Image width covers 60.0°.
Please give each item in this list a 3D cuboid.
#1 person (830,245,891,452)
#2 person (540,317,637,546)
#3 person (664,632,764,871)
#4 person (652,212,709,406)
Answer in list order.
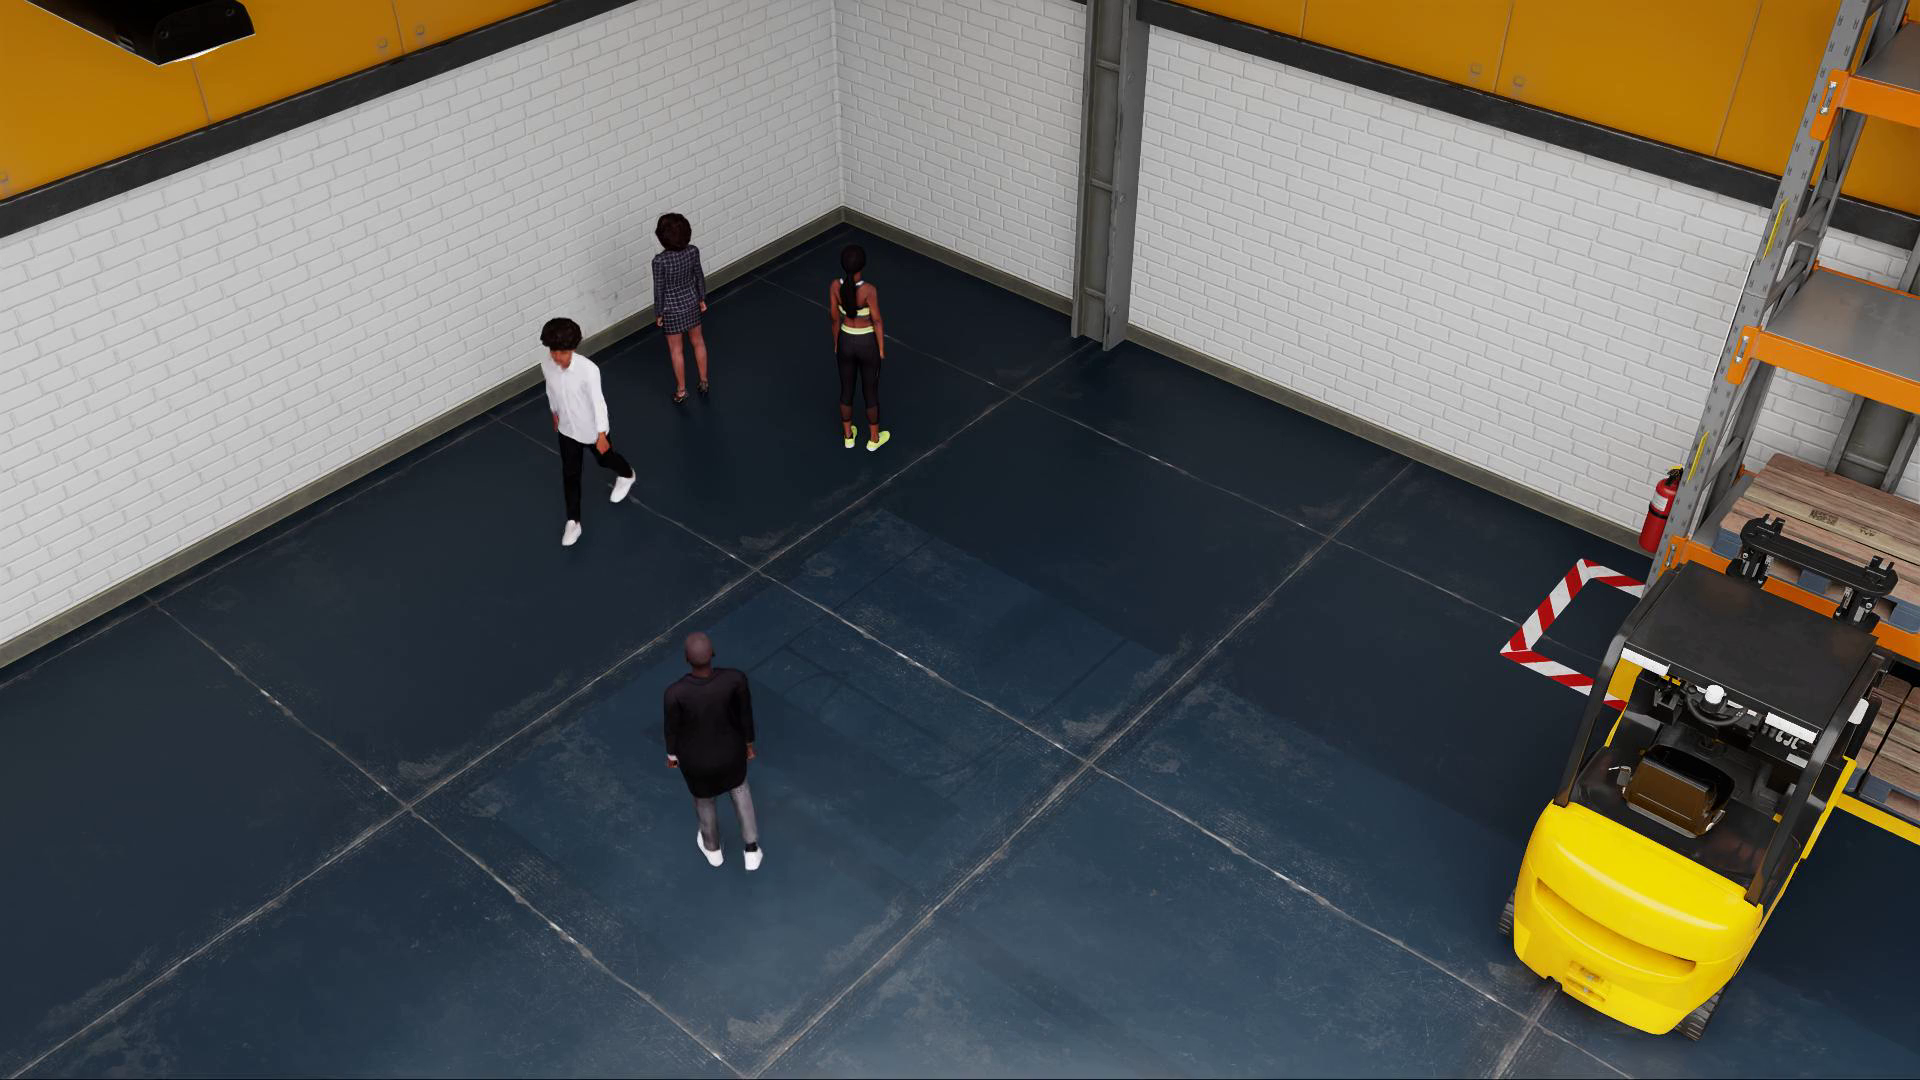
[{"bbox_3d":[-0.786,-1.464,12.749,0.578,1.755,0.692,10,40,12],"label":"person"},{"bbox_3d":[-2.680,-0.891,12.021,1.197,1.769,1.030,15,41,18],"label":"person"},{"bbox_3d":[-1.382,1.235,9.367,0.805,1.758,0.860,-15,41,-18],"label":"person"},{"bbox_3d":[-2.225,-1.837,13.262,0.667,1.698,0.619,-26,45,-28],"label":"person"}]
